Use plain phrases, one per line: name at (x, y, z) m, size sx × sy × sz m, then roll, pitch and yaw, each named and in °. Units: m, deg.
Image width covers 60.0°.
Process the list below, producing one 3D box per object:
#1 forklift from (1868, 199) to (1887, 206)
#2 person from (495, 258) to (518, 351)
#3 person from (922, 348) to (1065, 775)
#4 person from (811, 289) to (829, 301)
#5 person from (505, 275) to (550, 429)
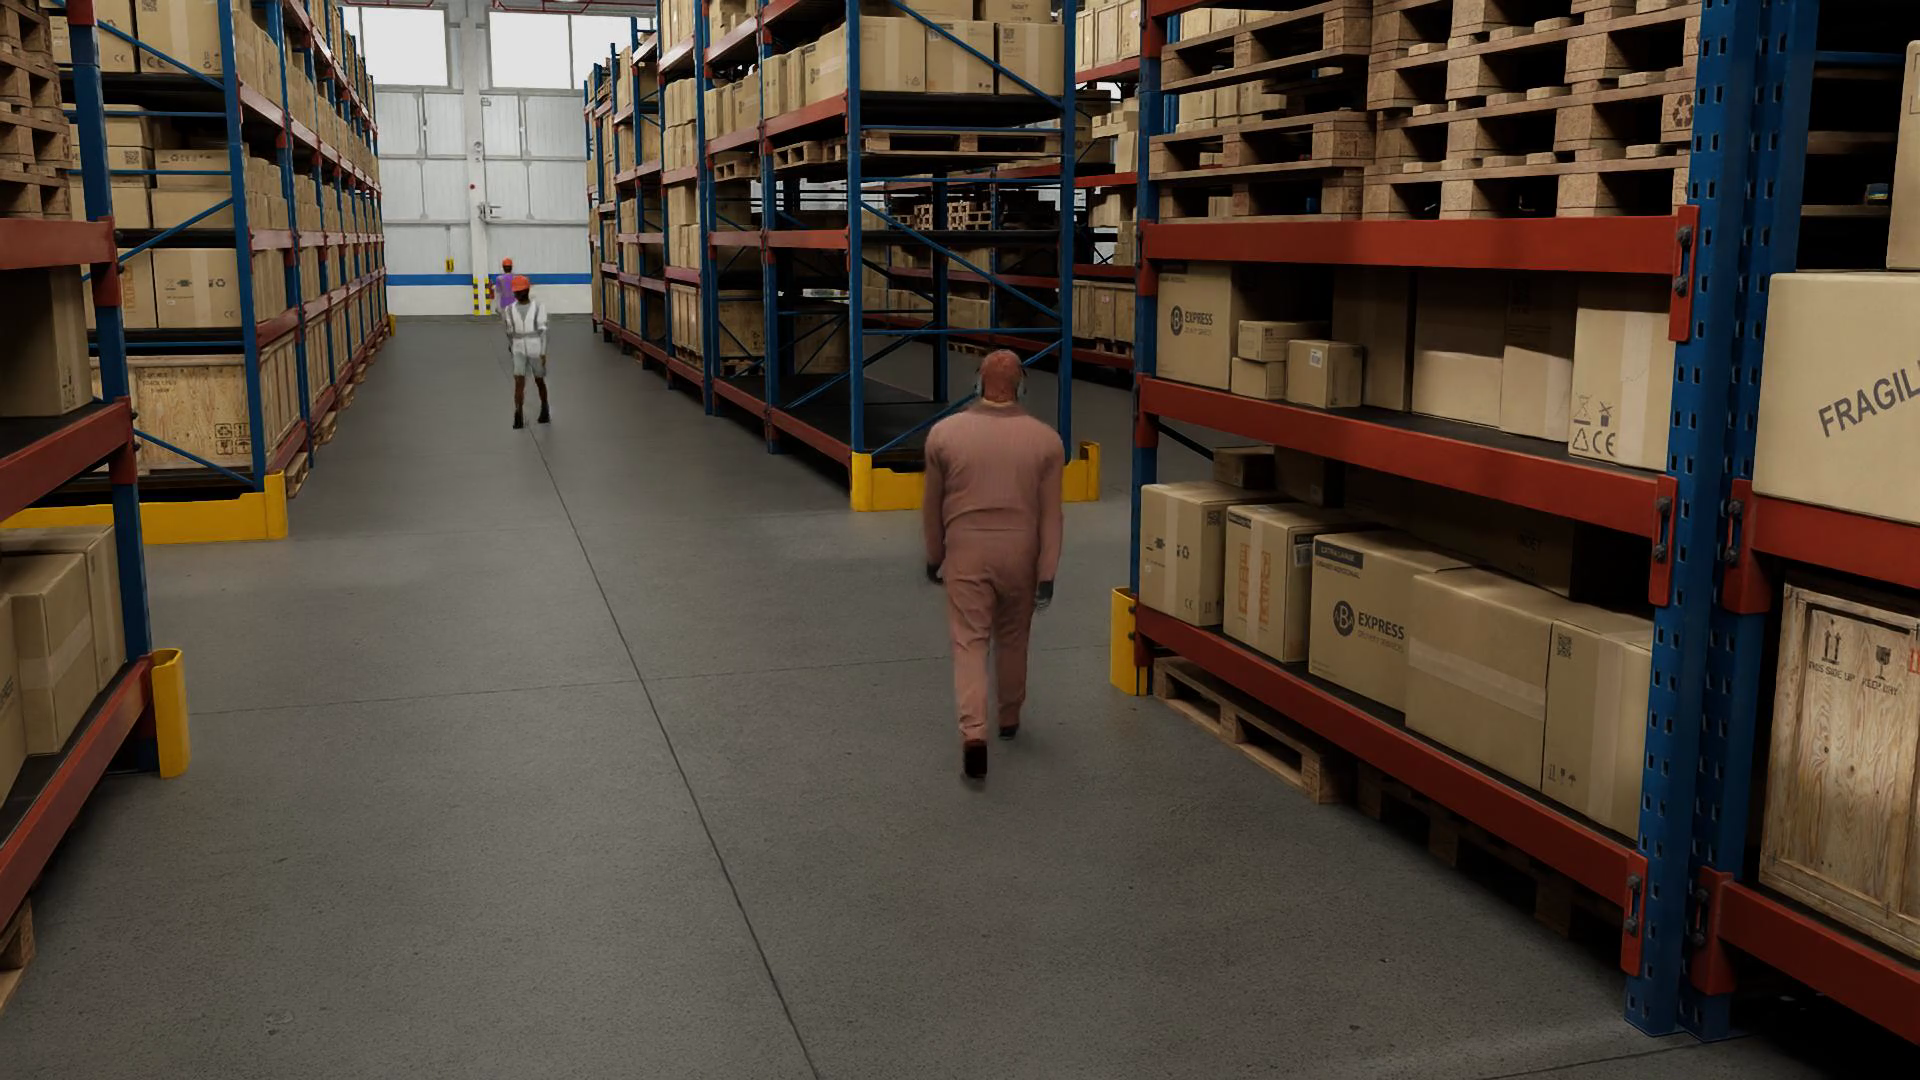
forklift at (11.338, -2.915, 21.052) m, size 1.129 × 2.768 × 1.873 m, roll -3°, pitch 11°, yaw -17°
person at (-9.352, -4.869, 34.412) m, size 0.564 × 1.907 × 0.776 m, roll -6°, pitch 12°, yaw -29°
person at (0.147, 0.077, 7.454) m, size 0.632 × 1.861 × 0.977 m, roll 0°, pitch 10°, yaw -2°
person at (-3.509, -6.080, 41.587) m, size 0.499 × 1.723 × 0.622 m, roll 1°, pitch 10°, yaw 4°
person at (-5.361, -2.350, 20.705) m, size 0.551 × 1.893 × 0.982 m, roll 0°, pitch 10°, yaw -1°
